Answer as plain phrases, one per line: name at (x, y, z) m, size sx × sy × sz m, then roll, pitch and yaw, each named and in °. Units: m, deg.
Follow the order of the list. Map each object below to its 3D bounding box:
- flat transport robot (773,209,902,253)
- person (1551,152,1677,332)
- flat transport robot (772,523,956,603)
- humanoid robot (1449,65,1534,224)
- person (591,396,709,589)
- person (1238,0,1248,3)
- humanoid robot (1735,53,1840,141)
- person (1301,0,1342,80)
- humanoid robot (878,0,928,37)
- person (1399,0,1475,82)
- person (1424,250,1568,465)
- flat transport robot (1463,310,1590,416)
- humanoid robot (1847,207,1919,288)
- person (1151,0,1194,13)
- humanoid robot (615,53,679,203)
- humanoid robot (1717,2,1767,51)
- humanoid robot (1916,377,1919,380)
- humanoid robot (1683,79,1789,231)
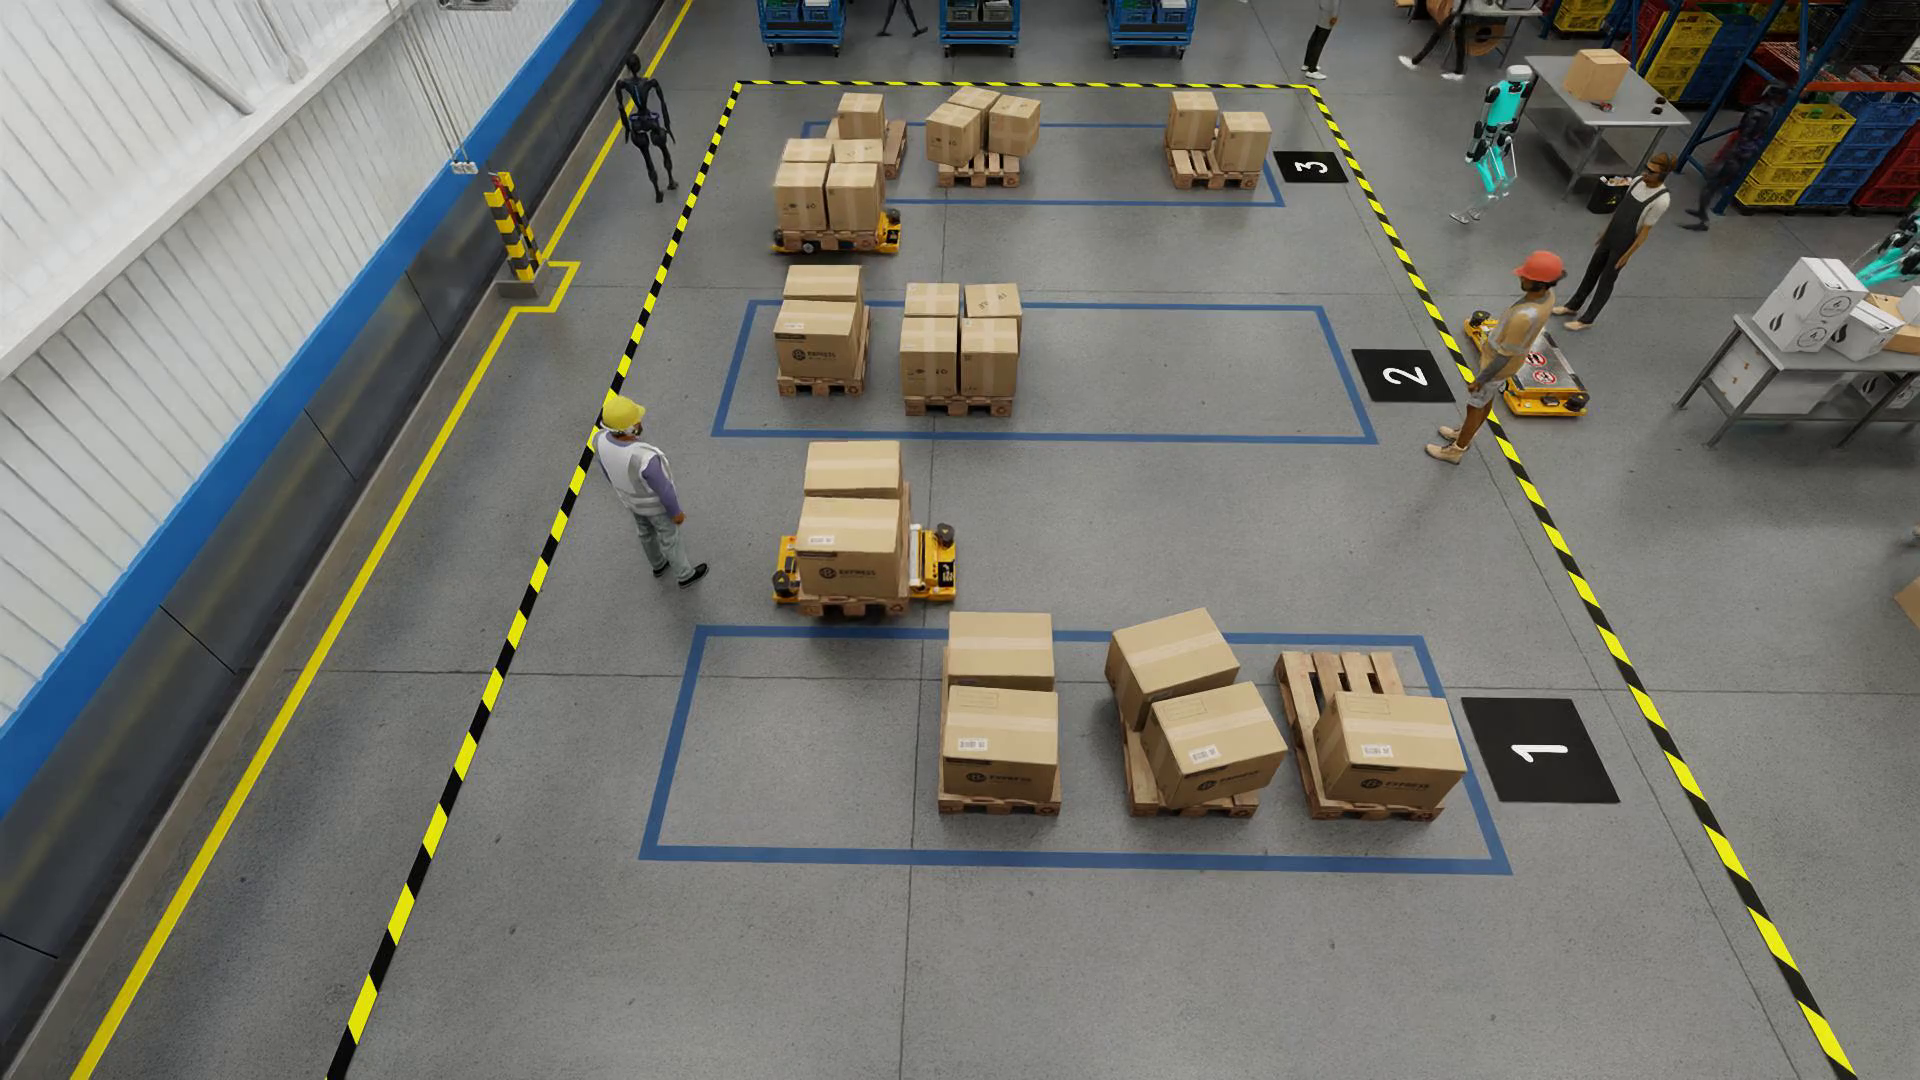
flat transport robot at (-1.413, -3.601, 10.631) m, size 1.431 × 0.197 × 0.652 m, roll 1°, pitch 49°, yaw 1°
person at (6.462, -2.917, 9.022) m, size 0.350 × 1.839 × 0.498 m, roll -3°, pitch 49°, yaw -2°
flat transport robot at (-0.755, 0.178, 7.360) m, size 1.431 × 0.197 × 0.652 m, roll -1°, pitch 49°, yaw -1°
humanoid robot at (6.013, -4.305, 10.200) m, size 0.533 × 1.676 × 0.735 m, roll -12°, pitch 50°, yaw -10°
person at (-2.296, -0.331, 6.785) m, size 0.601 × 1.830 × 0.404 m, roll 23°, pitch 53°, yaw 19°
person at (4.912, -9.845, 15.078) m, size 0.484 × 1.744 × 0.294 m, roll -24°, pitch 53°, yaw -19°
humanoid robot at (10.582, -5.549, 11.363) m, size 0.993 × 1.739 × 0.556 m, roll 21°, pitch 52°, yaw 17°
person at (5.312, -7.599, 13.066) m, size 0.401 × 1.848 × 0.590 m, roll 2°, pitch 49°, yaw 2°
humanoid robot at (-0.936, -8.621, 14.098) m, size 0.800 × 1.623 × 0.598 m, roll -12°, pitch 50°, yaw -10°
person at (7.067, -7.574, 13.063) m, size 0.990 × 1.810 × 0.549 m, roll 34°, pitch 57°, yaw 26°
person at (4.465, -1.483, 7.646) m, size 0.380 × 2.042 × 0.604 m, roll 36°, pitch 58°, yaw 27°
flat transport robot at (5.573, -1.757, 9.054) m, size 0.659 × 0.231 × 1.431 m, roll 1°, pitch 49°, yaw 1°
humanoid robot at (9.002, -2.777, 9.000) m, size 0.939 × 1.788 × 0.538 m, roll 0°, pitch 49°, yaw 0°
person at (3.417, -9.270, 14.535) m, size 0.907 × 1.804 × 0.592 m, roll -2°, pitch 49°, yaw -1°
humanoid robot at (-3.692, -4.845, 10.800) m, size 0.584 × 1.644 × 0.421 m, roll -7°, pitch 50°, yaw -6°
humanoid robot at (11.711, -7.772, 13.304) m, size 0.947 × 1.764 × 0.547 m, roll 12°, pitch 50°, yaw 10°
humanoid robot at (9.301, -2.074, 8.389) m, size 0.919 × 1.821 × 0.553 m, roll 1°, pitch 49°, yaw 0°
humanoid robot at (8.787, -4.339, 10.359) m, size 0.601 × 1.641 × 0.397 m, roll -36°, pitch 58°, yaw -27°
